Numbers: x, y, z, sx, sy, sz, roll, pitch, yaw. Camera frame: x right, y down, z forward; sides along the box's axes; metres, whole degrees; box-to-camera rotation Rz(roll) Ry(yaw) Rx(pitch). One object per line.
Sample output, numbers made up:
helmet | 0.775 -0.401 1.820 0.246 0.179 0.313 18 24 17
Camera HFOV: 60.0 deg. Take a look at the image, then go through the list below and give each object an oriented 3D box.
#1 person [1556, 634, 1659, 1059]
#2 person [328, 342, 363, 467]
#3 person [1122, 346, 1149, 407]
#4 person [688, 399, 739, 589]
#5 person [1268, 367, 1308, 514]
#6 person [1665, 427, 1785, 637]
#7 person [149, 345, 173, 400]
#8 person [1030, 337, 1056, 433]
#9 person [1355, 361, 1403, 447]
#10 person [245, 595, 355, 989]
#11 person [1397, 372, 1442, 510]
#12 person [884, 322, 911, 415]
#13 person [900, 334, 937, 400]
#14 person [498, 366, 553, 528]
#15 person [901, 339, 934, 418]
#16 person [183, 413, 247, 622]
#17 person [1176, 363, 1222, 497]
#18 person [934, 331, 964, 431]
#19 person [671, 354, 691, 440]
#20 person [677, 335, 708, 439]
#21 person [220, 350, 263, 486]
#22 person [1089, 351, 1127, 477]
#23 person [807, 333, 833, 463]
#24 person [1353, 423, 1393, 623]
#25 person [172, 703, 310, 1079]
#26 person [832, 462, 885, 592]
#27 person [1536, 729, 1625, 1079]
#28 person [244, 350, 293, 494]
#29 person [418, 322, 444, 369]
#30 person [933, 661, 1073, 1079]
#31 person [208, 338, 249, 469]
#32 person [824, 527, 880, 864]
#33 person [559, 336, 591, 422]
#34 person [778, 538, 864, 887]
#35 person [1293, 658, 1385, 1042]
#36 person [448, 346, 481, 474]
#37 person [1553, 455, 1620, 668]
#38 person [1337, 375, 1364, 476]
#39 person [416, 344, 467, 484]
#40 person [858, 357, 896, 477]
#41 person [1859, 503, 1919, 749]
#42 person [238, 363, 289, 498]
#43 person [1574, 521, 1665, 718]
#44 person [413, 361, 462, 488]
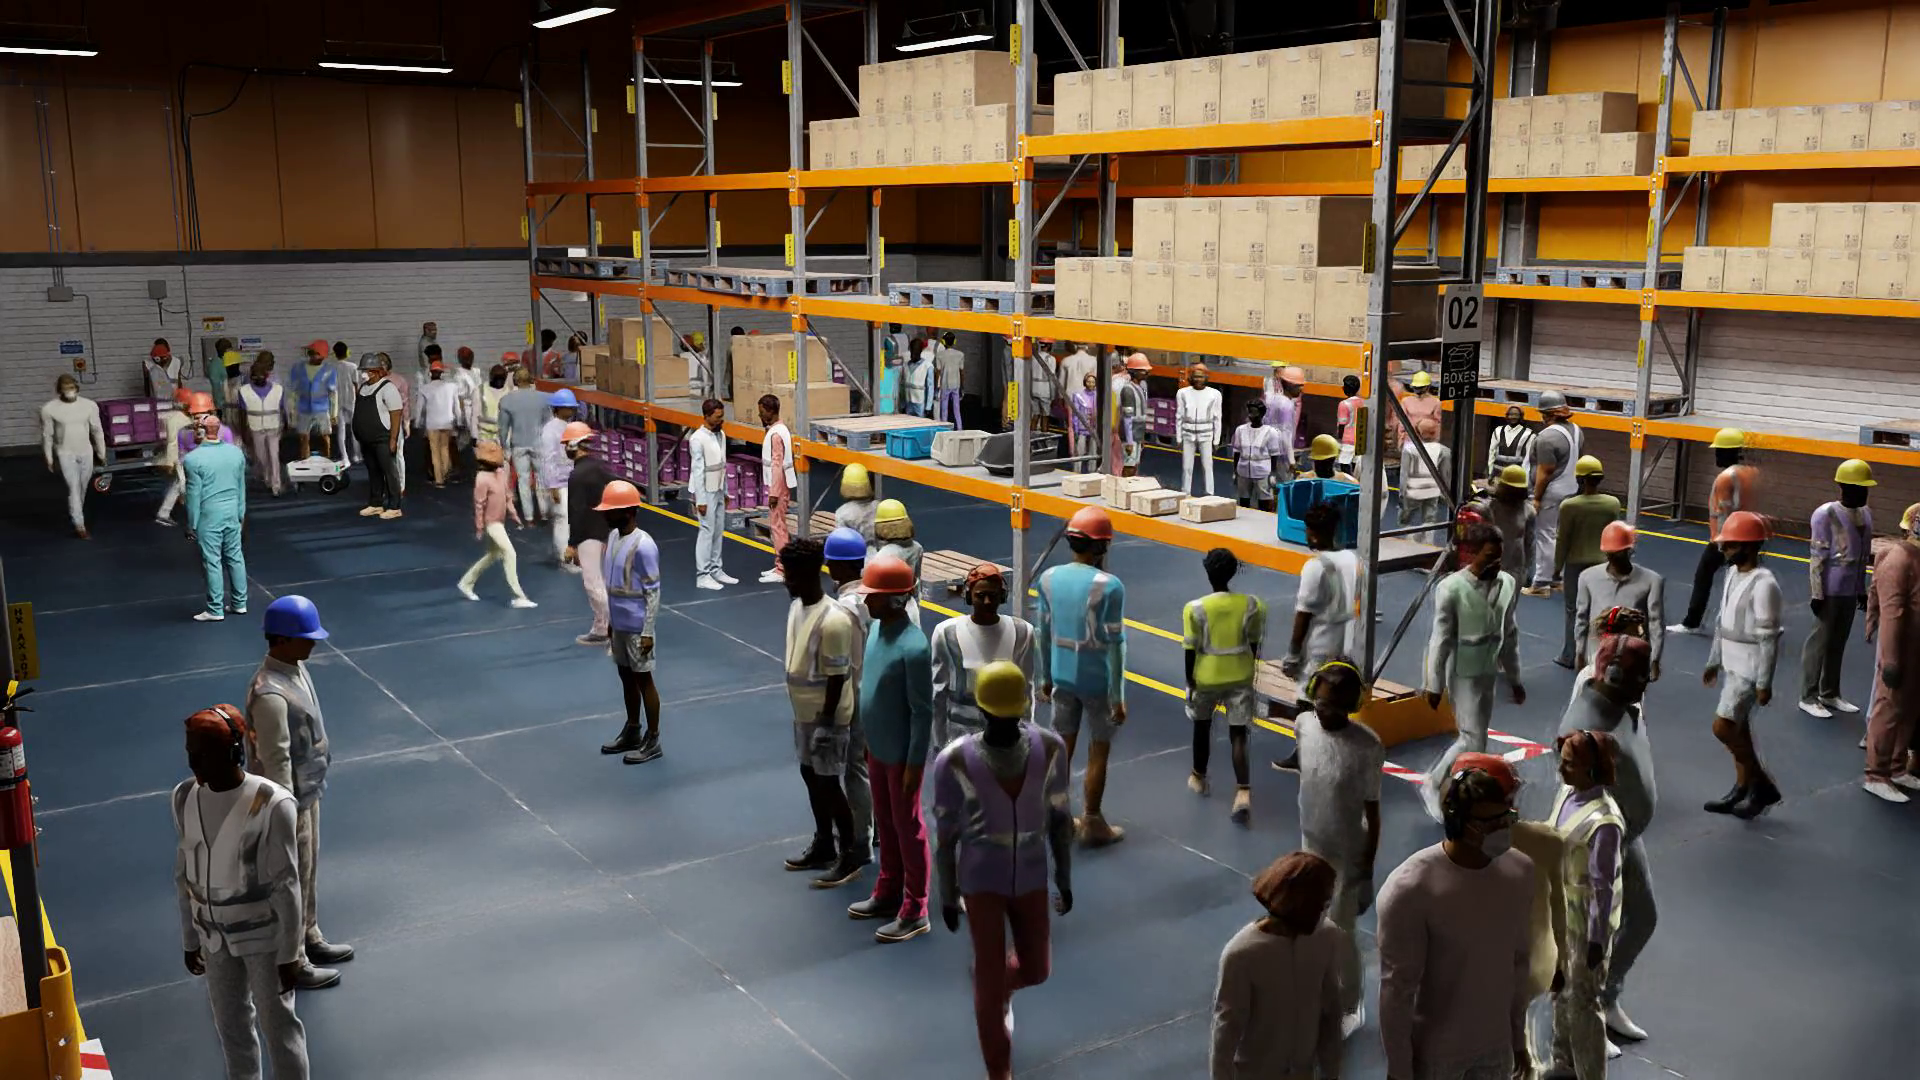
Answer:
person | 2.890 1.344 7.346 0.504 1.891 0.683 8 14 35
person | -9.136 -2.023 24.721 0.546 1.831 0.909 -2 11 -8
person | 2.629 -2.200 25.574 0.580 1.868 0.438 -10 15 -41
person | -2.485 -0.460 16.560 0.413 1.908 0.593 3 12 16
person | 3.625 -0.934 18.705 0.540 2.014 0.635 1 11 3
person | 6.756 -0.033 14.472 0.604 1.892 0.968 -10 15 -40
person | -12.065 -2.072 25.189 0.328 1.753 0.560 -3 12 -17
person | 1.301 -2.265 25.739 0.389 1.929 0.551 -10 15 -41
person | 5.373 -1.438 21.482 0.615 1.936 0.795 2 11 9
person | -3.186 1.206 7.970 0.419 1.931 0.622 -3 11 -13
person | 5.767 -1.235 20.890 0.527 1.763 0.333 4 12 19
person | -1.156 -3.061 30.029 0.430 1.845 0.619 9 14 40
person | -0.648 -2.445 26.994 0.592 1.791 0.947 1 11 7
person | -5.170 -1.109 19.818 0.645 1.922 0.506 -4 12 -22
person | -0.623 -1.976 24.271 0.591 1.921 0.390 10 15 40
person | -6.850 -0.211 15.265 0.409 1.913 0.649 5 12 23
person | 2.978 -1.266 20.775 0.568 1.878 0.351 3 12 17
person | -0.168 -2.415 26.688 0.500 1.861 0.323 -4 12 -20
person | -4.241 -1.972 24.986 0.498 1.634 0.282 10 15 42
person | -4.287 -2.308 26.204 0.565 1.836 0.945 -4 12 -19
person | -9.693 -1.606 22.407 0.605 1.909 0.539 4 12 20
person | 1.961 -1.452 21.284 0.627 2.000 0.700 -1 11 -4
person | -2.210 -2.128 24.980 0.616 1.946 0.392 3 11 15
person | 3.725 -0.166 15.233 0.389 1.836 0.563 3 11 14
person | -2.771 1.537 6.422 0.568 1.878 0.351 4 12 18
person | -0.807 0.246 13.375 0.493 1.748 0.341 -9 14 -39
person | 2.566 1.570 6.883 0.314 1.632 0.523 1 11 3
person | -9.296 -1.577 22.277 0.751 1.900 0.515 5 12 22
person | -8.985 -2.753 28.298 0.399 1.905 0.642 -3 11 -15
person | 0.163 1.398 7.043 0.611 1.903 0.642 -3 12 -17
person | -10.626 -1.956 24.125 0.364 1.939 0.636 0 11 0
person | -0.621 0.888 9.544 0.401 1.945 0.614 2 11 11
person | -6.006 -2.271 26.011 0.506 1.836 0.357 1 11 5
person | -0.796 0.945 9.252 0.403 1.950 0.621 -7 13 -30
person | 1.668 1.378 7.333 0.534 1.830 0.537 -10 15 -40
person | -7.108 -1.866 23.899 0.897 1.857 0.587 4 12 19
person | 5.117 0.185 13.634 0.528 1.761 0.334 -1 11 -7
person | 4.962 -1.245 21.128 0.536 1.693 0.319 -10 15 -43
person | -7.183 -1.748 23.040 0.636 1.947 0.400 -3 11 -14
person | -1.246 -1.802 23.715 0.914 1.782 0.630 9 14 38
person | 6.523 0.612 11.432 0.533 1.765 0.321 7 13 32
person | -9.231 -1.477 22.057 0.607 1.798 0.847 -5 12 -25
person | 4.364 0.710 11.039 0.574 1.722 0.807 6 12 27
person | -7.159 -1.584 22.774 0.659 1.714 0.509 -8 14 -37
